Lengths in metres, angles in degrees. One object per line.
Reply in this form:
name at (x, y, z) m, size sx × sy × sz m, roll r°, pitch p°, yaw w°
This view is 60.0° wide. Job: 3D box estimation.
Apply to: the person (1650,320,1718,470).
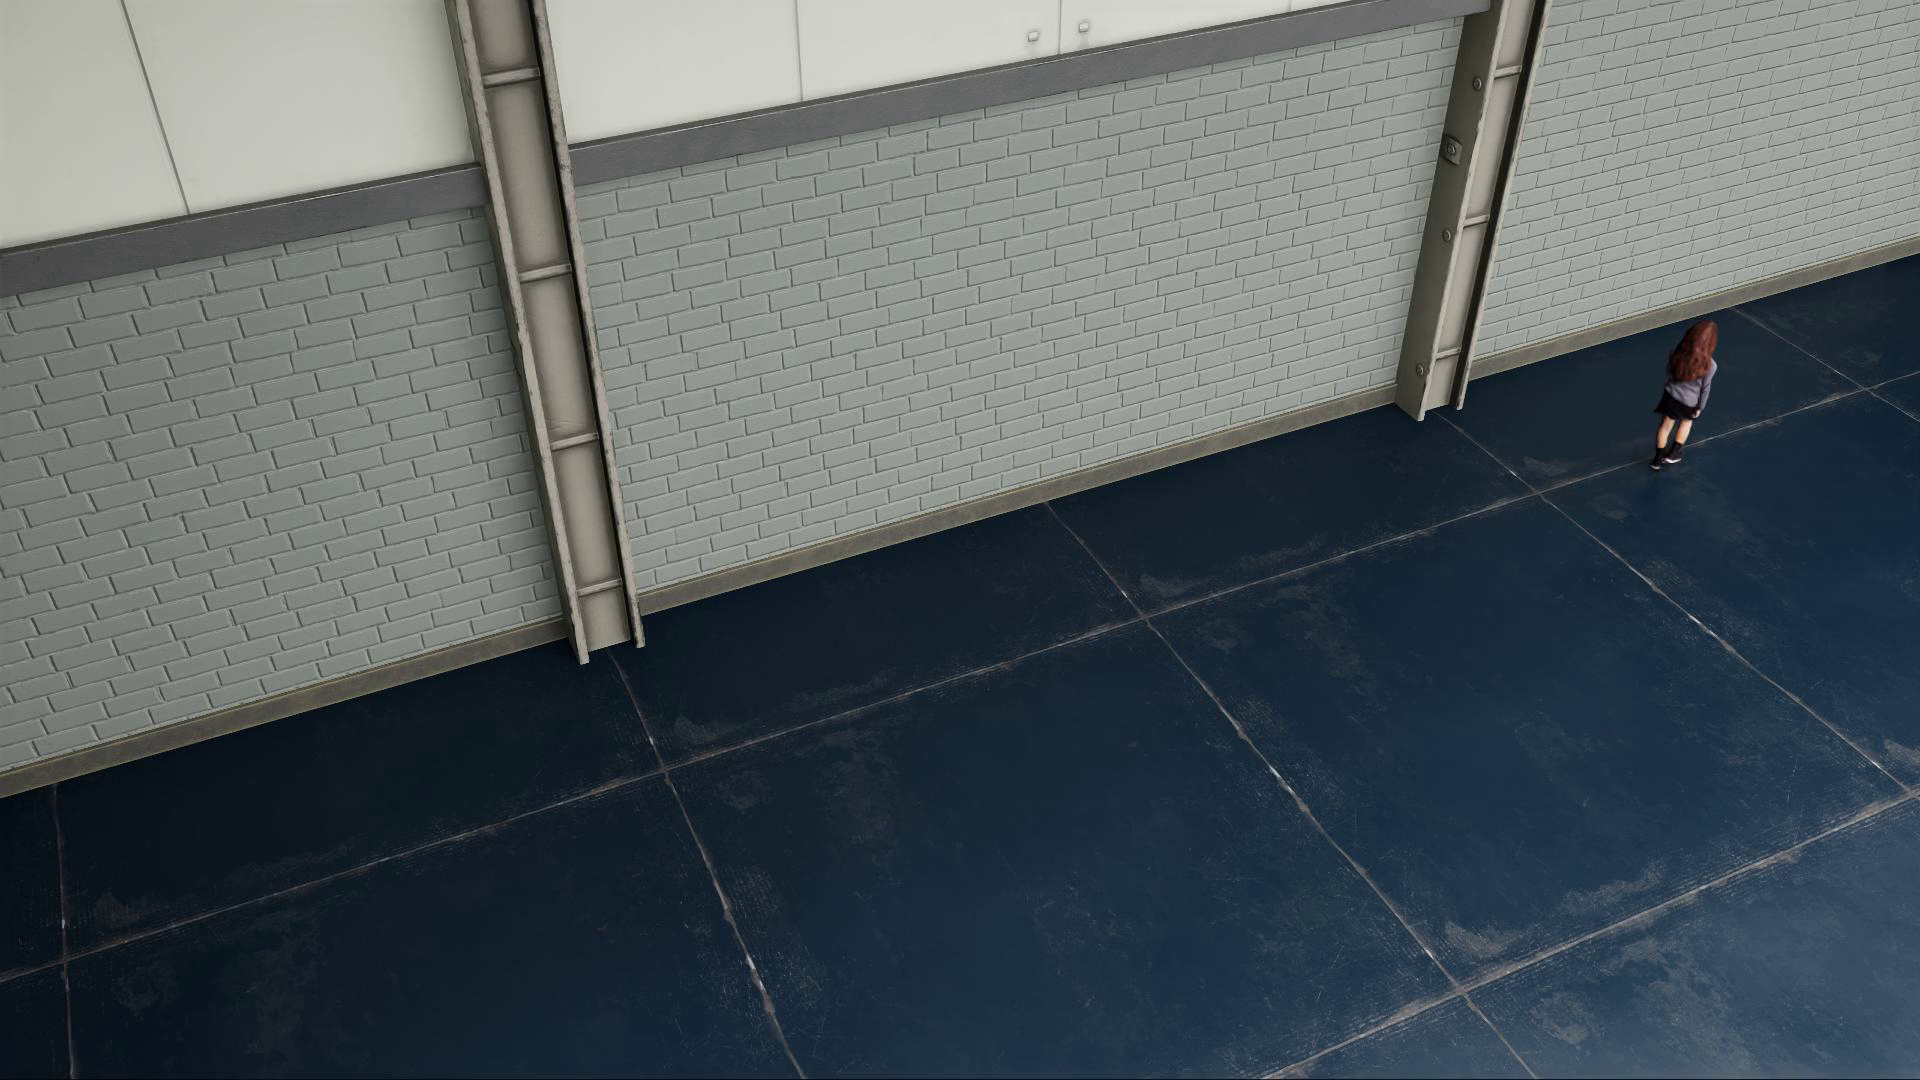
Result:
person at (4.723, -0.934, 10.932) m, size 0.555 × 1.092 × 0.599 m, roll 26°, pitch 45°, yaw 29°
